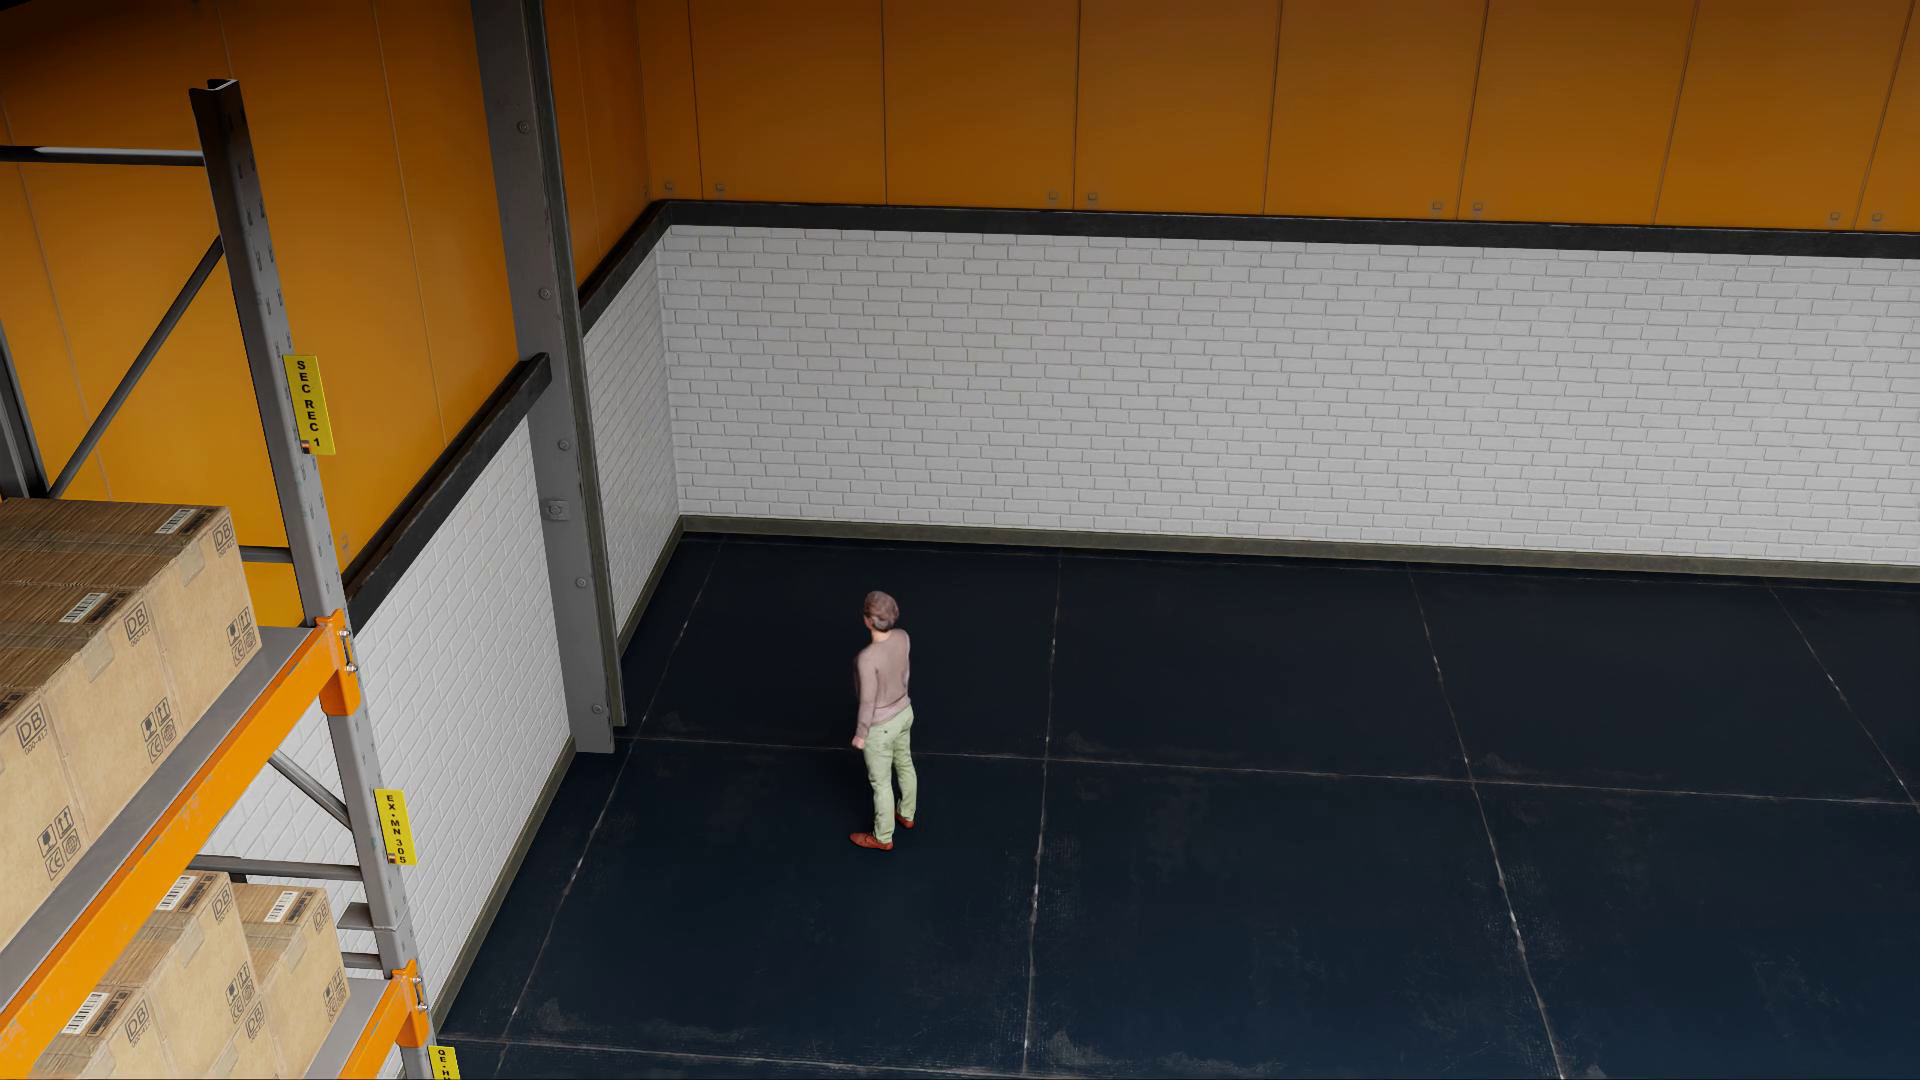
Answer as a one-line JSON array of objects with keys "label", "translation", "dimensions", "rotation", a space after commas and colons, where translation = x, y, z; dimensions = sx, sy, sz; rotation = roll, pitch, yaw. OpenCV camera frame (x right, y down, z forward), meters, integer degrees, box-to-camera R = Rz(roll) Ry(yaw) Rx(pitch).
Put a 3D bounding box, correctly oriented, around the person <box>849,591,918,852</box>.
[{"label": "person", "translation": [-0.481, 1.161, 10.714], "dimensions": [0.833, 1.876, 0.712], "rotation": [17, 33, 29]}]
